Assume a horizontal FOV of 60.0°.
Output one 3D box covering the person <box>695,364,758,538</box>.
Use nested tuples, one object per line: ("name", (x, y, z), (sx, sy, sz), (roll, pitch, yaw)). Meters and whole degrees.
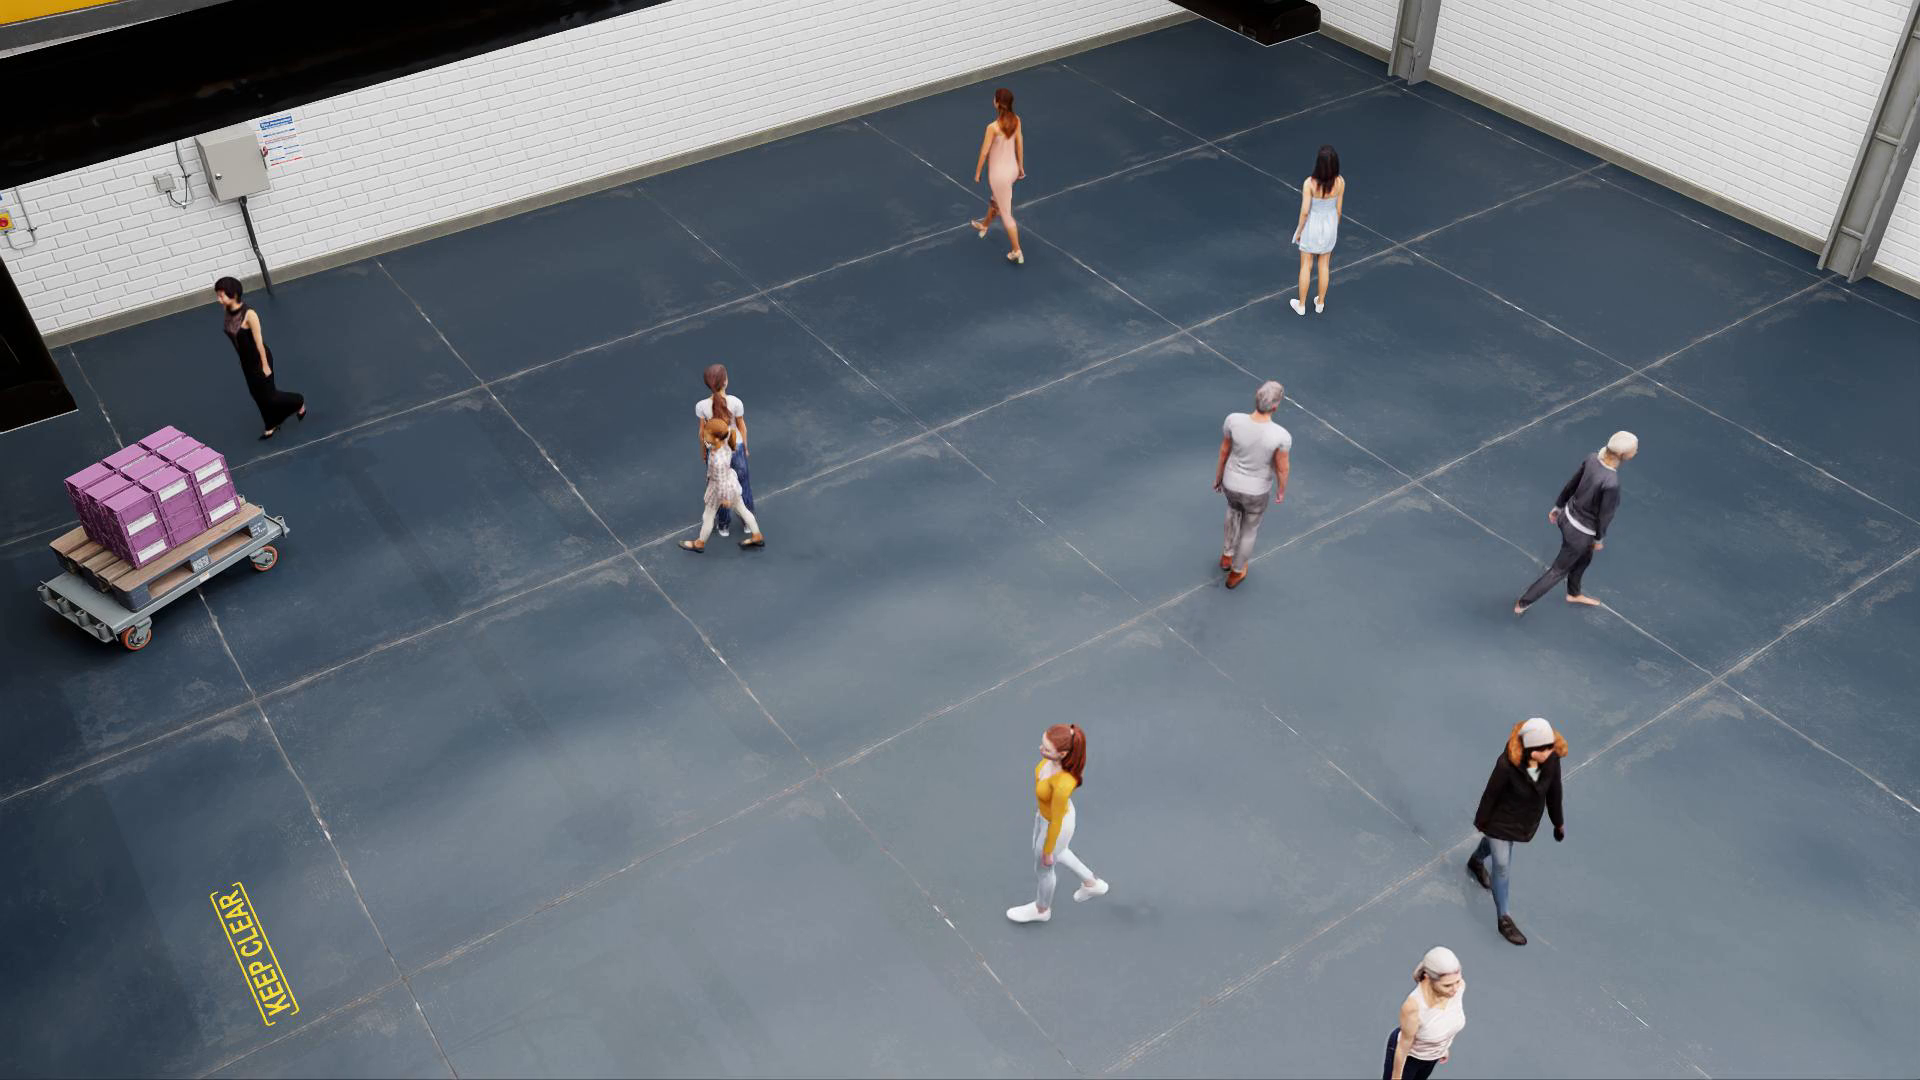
("person", (-1.868, -0.719, 13.277), (0.630, 1.563, 0.659), (-4, 39, -4))

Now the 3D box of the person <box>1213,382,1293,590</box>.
("person", (2.159, -0.358, 12.630), (0.770, 1.807, 0.887), (18, 42, 22))

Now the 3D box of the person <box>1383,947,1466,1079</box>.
("person", (2.419, 2.730, 8.849), (0.609, 1.702, 0.525), (-26, 45, -28))

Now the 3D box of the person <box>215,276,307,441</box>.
("person", (-6.009, -1.586, 14.342), (0.742, 1.590, 0.780), (23, 44, 26))

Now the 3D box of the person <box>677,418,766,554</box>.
("person", (-1.803, -0.418, 13.129), (0.937, 1.278, 0.910), (3, 39, 4))

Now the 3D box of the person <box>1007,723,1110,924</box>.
("person", (0.645, 1.724, 10.078), (0.939, 1.739, 0.921), (1, 39, 1))

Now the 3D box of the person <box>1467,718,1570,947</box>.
("person", (3.382, 1.639, 10.296), (0.782, 1.599, 1.055), (-14, 41, -17))

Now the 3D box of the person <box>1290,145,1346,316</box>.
("person", (3.439, -2.970, 15.962), (0.668, 1.731, 0.674), (-4, 39, -6))

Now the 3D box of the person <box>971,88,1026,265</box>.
("person", (0.491, -3.609, 16.716), (0.680, 1.788, 1.098), (-28, 46, -30))

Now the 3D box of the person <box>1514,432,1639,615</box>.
("person", (4.561, -0.109, 12.419), (0.980, 1.682, 0.991), (-5, 39, -7))
